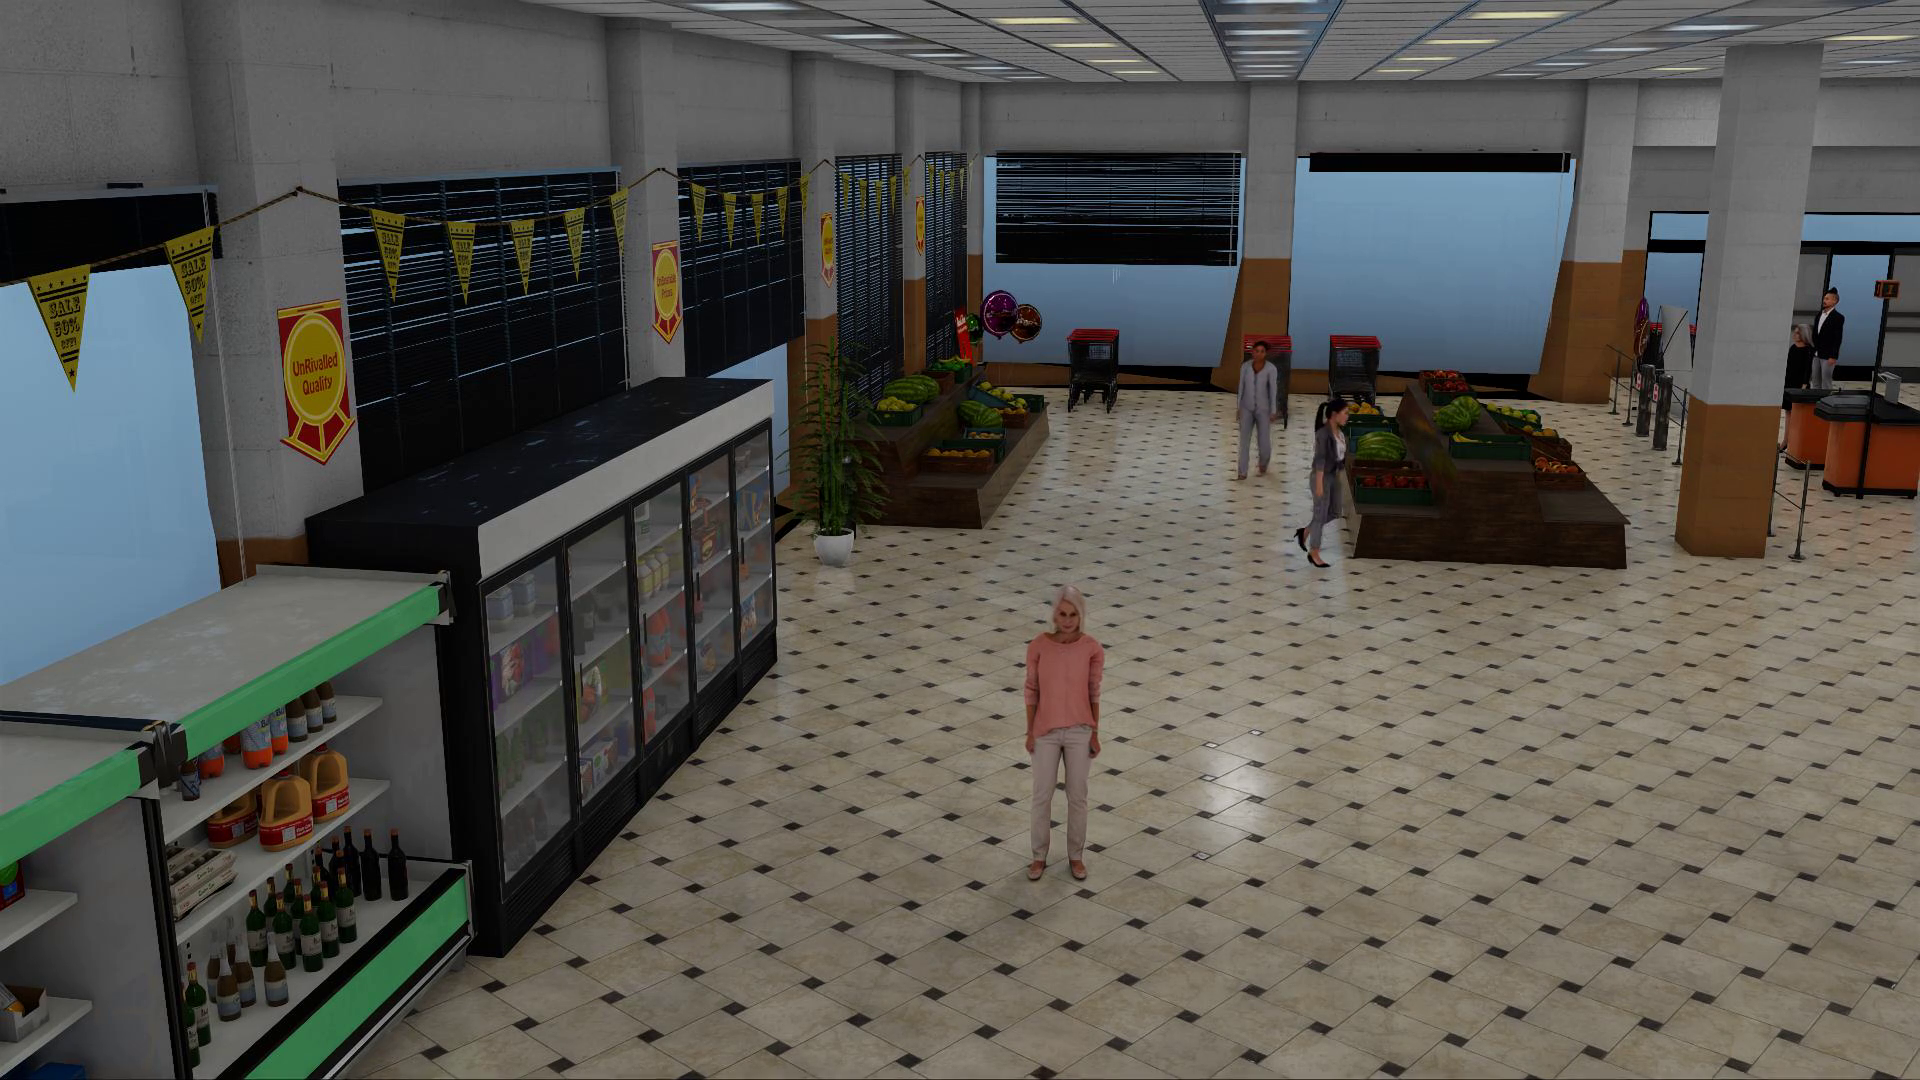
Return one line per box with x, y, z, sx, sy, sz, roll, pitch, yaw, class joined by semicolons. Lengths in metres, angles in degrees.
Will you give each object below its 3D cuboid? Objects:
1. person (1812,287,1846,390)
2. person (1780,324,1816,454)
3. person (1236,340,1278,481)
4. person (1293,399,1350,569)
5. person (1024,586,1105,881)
13.083;-2.846;25.147;0.852;1.950;0.689;-3;14;-13;person
11.101;-2.002;22.099;0.738;1.746;0.619;-3;14;-11;person
3.691;-1.607;20.567;0.809;1.701;1.176;5;15;20;person
3.538;-0.568;16.372;0.899;1.658;0.817;11;17;38;person
0.584;1.079;9.444;0.631;1.724;0.562;0;14;2;person
